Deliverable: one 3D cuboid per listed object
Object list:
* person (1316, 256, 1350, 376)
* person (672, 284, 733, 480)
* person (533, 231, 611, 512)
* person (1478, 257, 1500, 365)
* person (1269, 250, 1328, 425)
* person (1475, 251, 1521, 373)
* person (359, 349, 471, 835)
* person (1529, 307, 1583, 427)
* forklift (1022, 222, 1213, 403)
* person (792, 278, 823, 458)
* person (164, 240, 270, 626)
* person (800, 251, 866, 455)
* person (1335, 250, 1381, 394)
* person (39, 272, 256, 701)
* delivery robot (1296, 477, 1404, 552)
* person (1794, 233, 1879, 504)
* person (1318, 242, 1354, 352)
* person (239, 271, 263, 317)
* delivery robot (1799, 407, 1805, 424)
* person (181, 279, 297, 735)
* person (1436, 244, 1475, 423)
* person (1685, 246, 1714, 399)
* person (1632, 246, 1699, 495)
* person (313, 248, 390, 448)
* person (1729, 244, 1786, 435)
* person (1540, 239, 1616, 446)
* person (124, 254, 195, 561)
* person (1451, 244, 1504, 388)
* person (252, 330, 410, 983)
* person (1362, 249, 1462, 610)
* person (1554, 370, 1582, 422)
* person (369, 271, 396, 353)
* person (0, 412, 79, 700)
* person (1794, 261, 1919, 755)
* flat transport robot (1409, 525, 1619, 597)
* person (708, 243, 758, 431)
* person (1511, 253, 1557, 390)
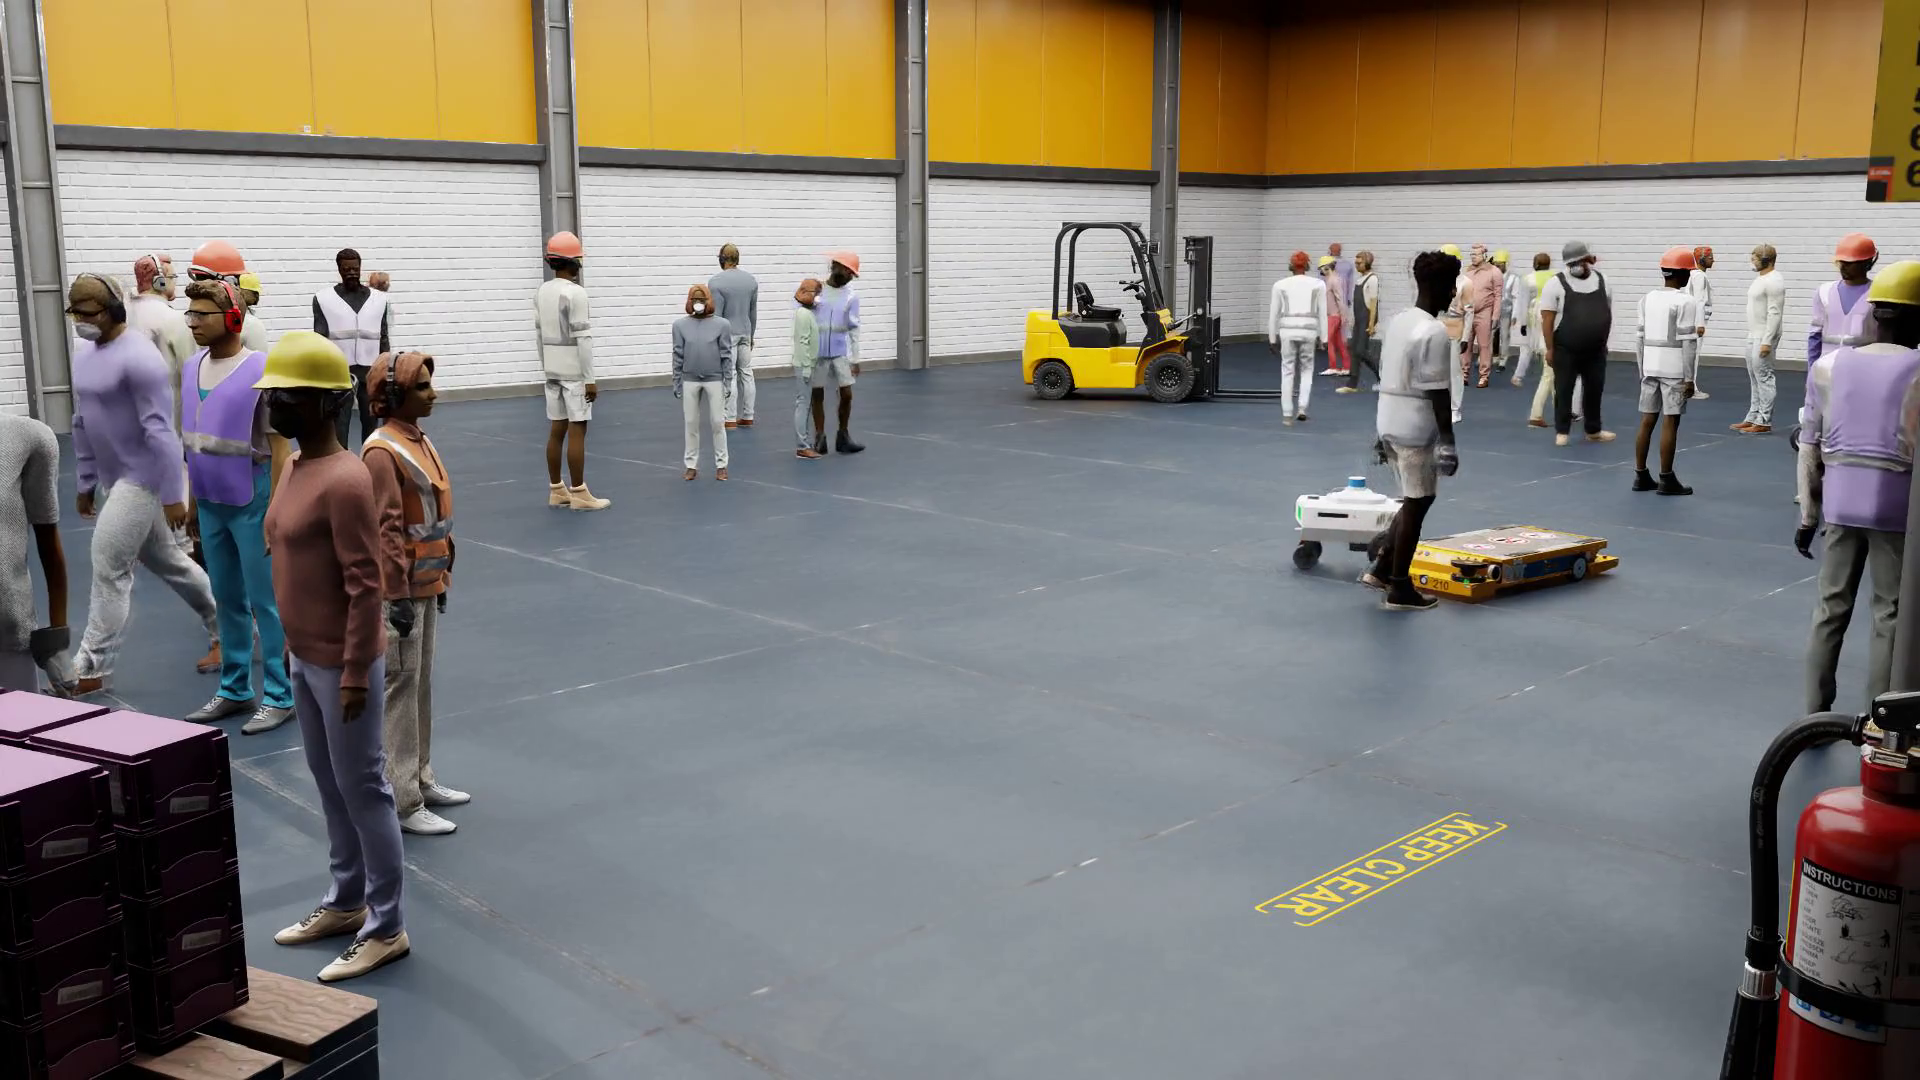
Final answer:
[{"bbox_3d":[5.362,-3.192,23.799,0.590,1.725,0.540,1,10,4],"label":"person"},{"bbox_3d":[-2.128,-1.299,13.758,0.501,1.626,0.278,0,10,0],"label":"person"},{"bbox_3d":[-2.863,-1.226,12.213,0.611,2.048,0.361,10,14,42],"label":"person"},{"bbox_3d":[8.363,-3.603,26.132,0.318,1.697,0.535,-10,14,-44],"label":"person"},{"bbox_3d":[3.611,-2.158,17.780,0.627,1.865,0.443,2,11,10],"label":"person"},{"bbox_3d":[7.833,-3.310,24.269,0.621,1.785,0.898,7,13,34],"label":"person"},{"bbox_3d":[-1.879,0.174,5.687,0.310,1.642,0.514,-1,10,-5],"label":"person"},{"bbox_3d":[6.369,-1.986,17.577,0.759,1.606,0.511,-2,11,-10],"label":"person"},{"bbox_3d":[1.935,-2.847,20.651,2.313,2.155,1.214,2,11,13],"label":"forklift"},{"bbox_3d":[-1.383,-1.568,15.205,0.285,1.631,0.501,0,10,2],"label":"person"},{"bbox_3d":[-3.793,-0.543,8.632,0.614,1.994,0.381,3,11,14],"label":"person"},{"bbox_3d":[-1.193,-1.707,15.314,0.664,1.882,0.385,-3,11,-17],"label":"person"},{"bbox_3d":[5.149,-2.762,21.176,0.625,1.834,0.512,-1,10,-5],"label":"person"},{"bbox_3d":[-3.649,-0.254,7.412,0.647,1.877,1.005,9,14,41],"label":"person"},{"bbox_3d":[2.405,-0.142,10.116,0.707,0.478,0.477,3,11,17],"label":"delivery robot"},{"bbox_3d":[6.576,-1.242,12.331,0.404,2.035,0.609,-9,14,-40],"label":"person"},{"bbox_3d":[6.475,-4.192,28.777,0.651,1.904,0.402,-1,10,-6],"label":"person"},{"bbox_3d":[-5.783,-1.316,13.546,0.304,1.739,0.485,-1,10,-6],"label":"person"},{"bbox_3d":[8.147,-1.099,15.335,0.477,0.478,0.707,-8,13,-37],"label":"delivery robot"},{"bbox_3d":[-2.947,-0.135,6.814,0.563,1.844,0.389,6,12,28],"label":"person"},{"bbox_3d":[5.265,-2.221,17.962,0.388,1.927,0.589,-6,12,-30],"label":"person"},{"bbox_3d":[9.180,-2.702,20.710,0.355,1.883,0.573,3,11,13],"label":"person"},{"bbox_3d":[5.542,-1.317,13.009,0.356,1.937,0.552,-4,11,-22],"label":"person"},{"bbox_3d":[-4.834,-1.355,13.270,0.597,1.916,0.371,-8,13,-37],"label":"person"},{"bbox_3d":[8.162,-2.036,16.940,0.371,1.935,0.627,2,11,11],"label":"person"},{"bbox_3d":[5.950,-1.907,15.943,0.781,2.000,0.579,-1,10,-5],"label":"person"},{"bbox_3d":[-4.885,-0.797,10.257,0.640,1.909,0.409,7,13,34],"label":"person"},{"bbox_3d":[6.876,-2.983,22.174,0.653,1.906,0.405,10,14,43],"label":"person"},{"bbox_3d":[-1.741,0.315,4.568,0.297,1.772,0.533,-9,13,-39],"label":"person"},{"bbox_3d":[2.462,-0.581,8.965,0.411,1.947,0.634,-1,10,-7],"label":"person"},{"bbox_3d":[6.665,-2.105,18.122,0.310,1.636,0.523,4,11,21],"label":"person"},{"bbox_3d":[-6.518,-2.198,18.658,0.419,1.623,0.510,-7,13,-34],"label":"person"},{"bbox_3d":[-2.624,0.295,4.399,0.509,1.872,0.328,-4,11,-21],"label":"person"},{"bbox_3d":[3.535,-0.098,6.428,0.422,1.930,0.618,-8,13,-36],"label":"person"},{"bbox_3d":[3.187,0.105,9.799,1.431,0.197,0.652,-8,13,-36],"label":"flat transport robot"},{"bbox_3d":[-2.372,-2.105,17.300,0.372,1.940,0.627,9,14,40],"label":"person"},{"bbox_3d":[7.677,-2.892,22.011,0.651,1.790,0.975,-1,10,-4],"label":"person"}]
